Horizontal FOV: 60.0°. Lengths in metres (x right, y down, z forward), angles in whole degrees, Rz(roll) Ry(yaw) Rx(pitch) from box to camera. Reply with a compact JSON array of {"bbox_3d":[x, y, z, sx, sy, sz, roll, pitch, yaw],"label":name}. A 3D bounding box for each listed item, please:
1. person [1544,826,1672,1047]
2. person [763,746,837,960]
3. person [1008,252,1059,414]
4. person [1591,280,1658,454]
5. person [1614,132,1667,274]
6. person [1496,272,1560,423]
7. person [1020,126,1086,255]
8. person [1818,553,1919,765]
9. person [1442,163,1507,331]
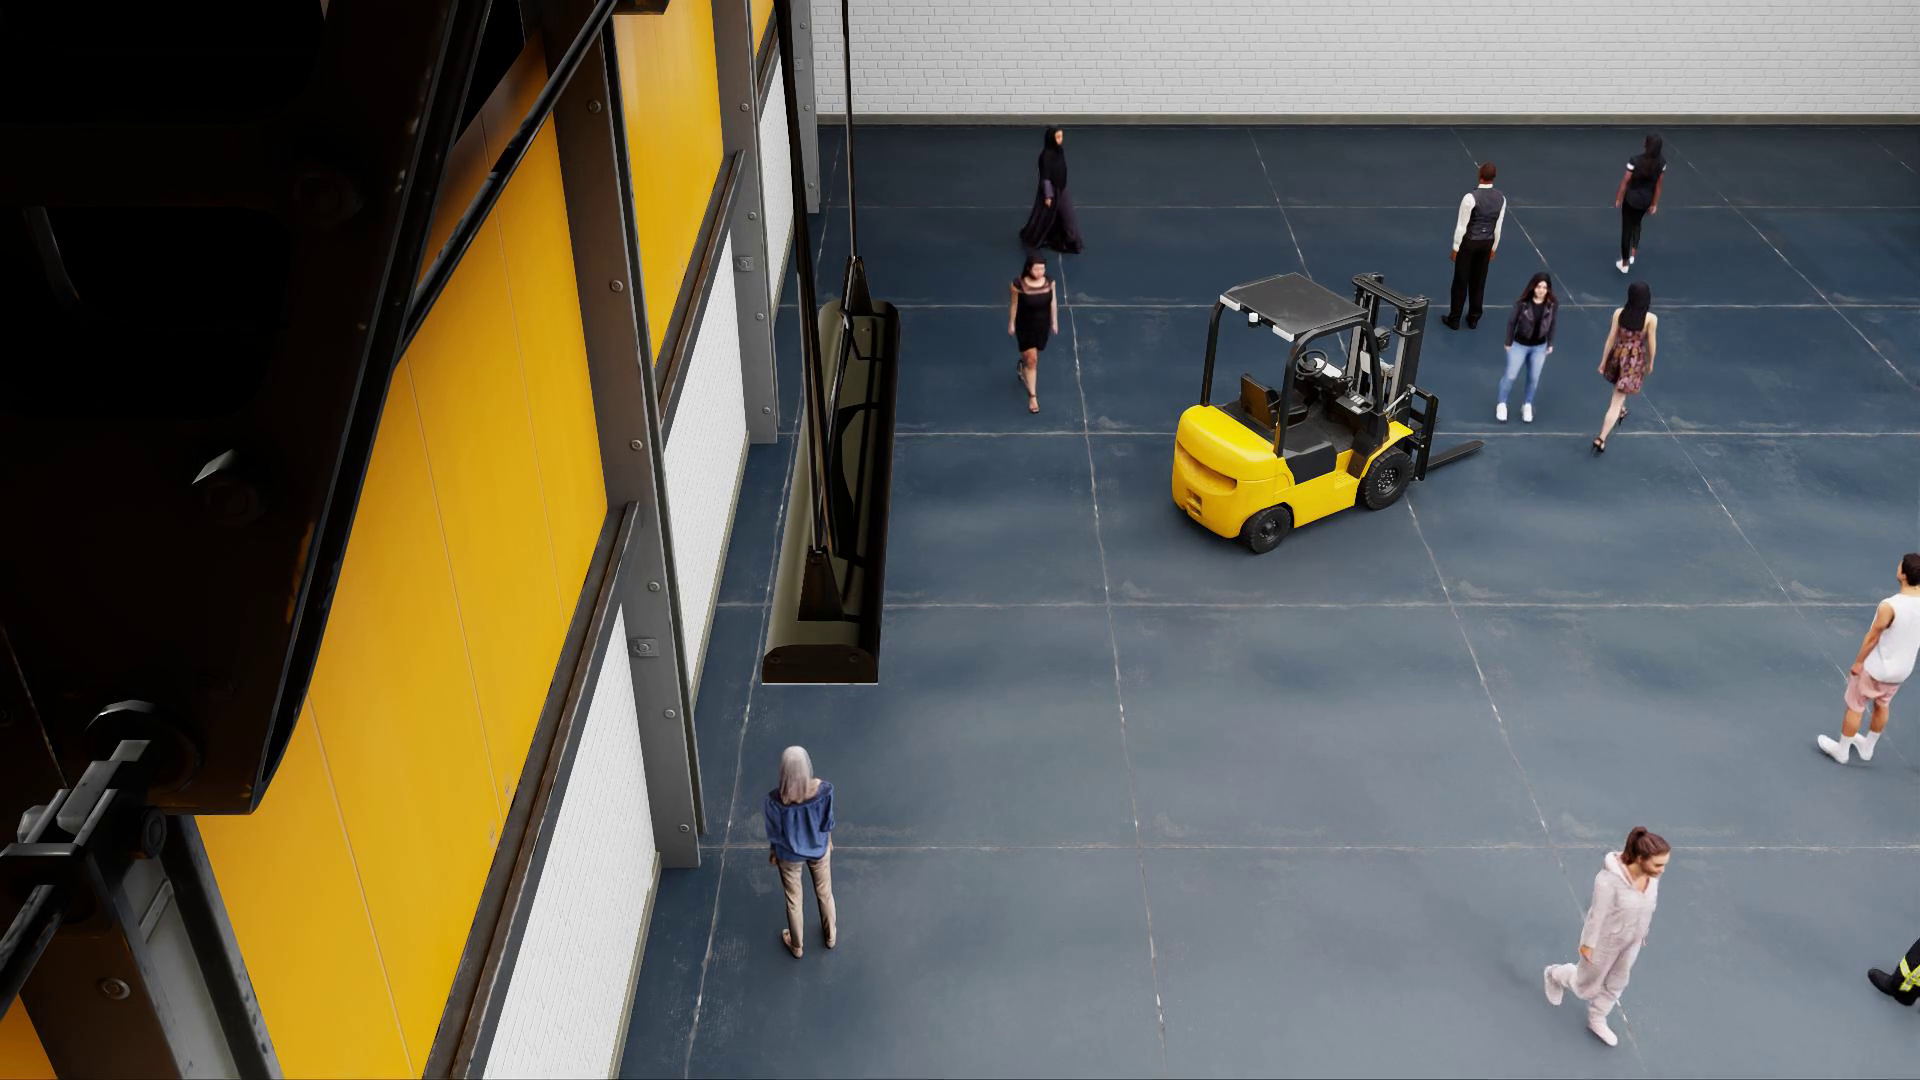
[{"bbox_3d":[3.989,2.388,10.289,0.796,1.677,0.897,-12,35,-17],"label":"person"},{"bbox_3d":[-1.024,2.024,10.817,0.691,1.698,0.680,-12,35,-17],"label":"person"},{"bbox_3d":[0.713,-2.214,17.215,0.891,1.674,1.162,-12,35,-17],"label":"person"},{"bbox_3d":[6.493,-1.643,16.330,1.090,1.704,1.255,24,40,31],"label":"person"},{"bbox_3d":[8.117,-4.001,19.864,0.605,1.719,0.628,-1,34,-2],"label":"person"},{"bbox_3d":[5.772,-1.980,16.904,0.627,1.629,0.547,0,34,1],"label":"person"},{"bbox_3d":[1.063,-4.320,20.443,1.127,1.609,1.126,25,41,32],"label":"person"},{"bbox_3d":[6.914,0.918,12.407,0.684,1.780,0.650,-7,34,-11],"label":"person"},{"bbox_3d":[5.765,-3.282,18.604,0.721,1.916,0.632,-5,34,-8],"label":"person"}]
